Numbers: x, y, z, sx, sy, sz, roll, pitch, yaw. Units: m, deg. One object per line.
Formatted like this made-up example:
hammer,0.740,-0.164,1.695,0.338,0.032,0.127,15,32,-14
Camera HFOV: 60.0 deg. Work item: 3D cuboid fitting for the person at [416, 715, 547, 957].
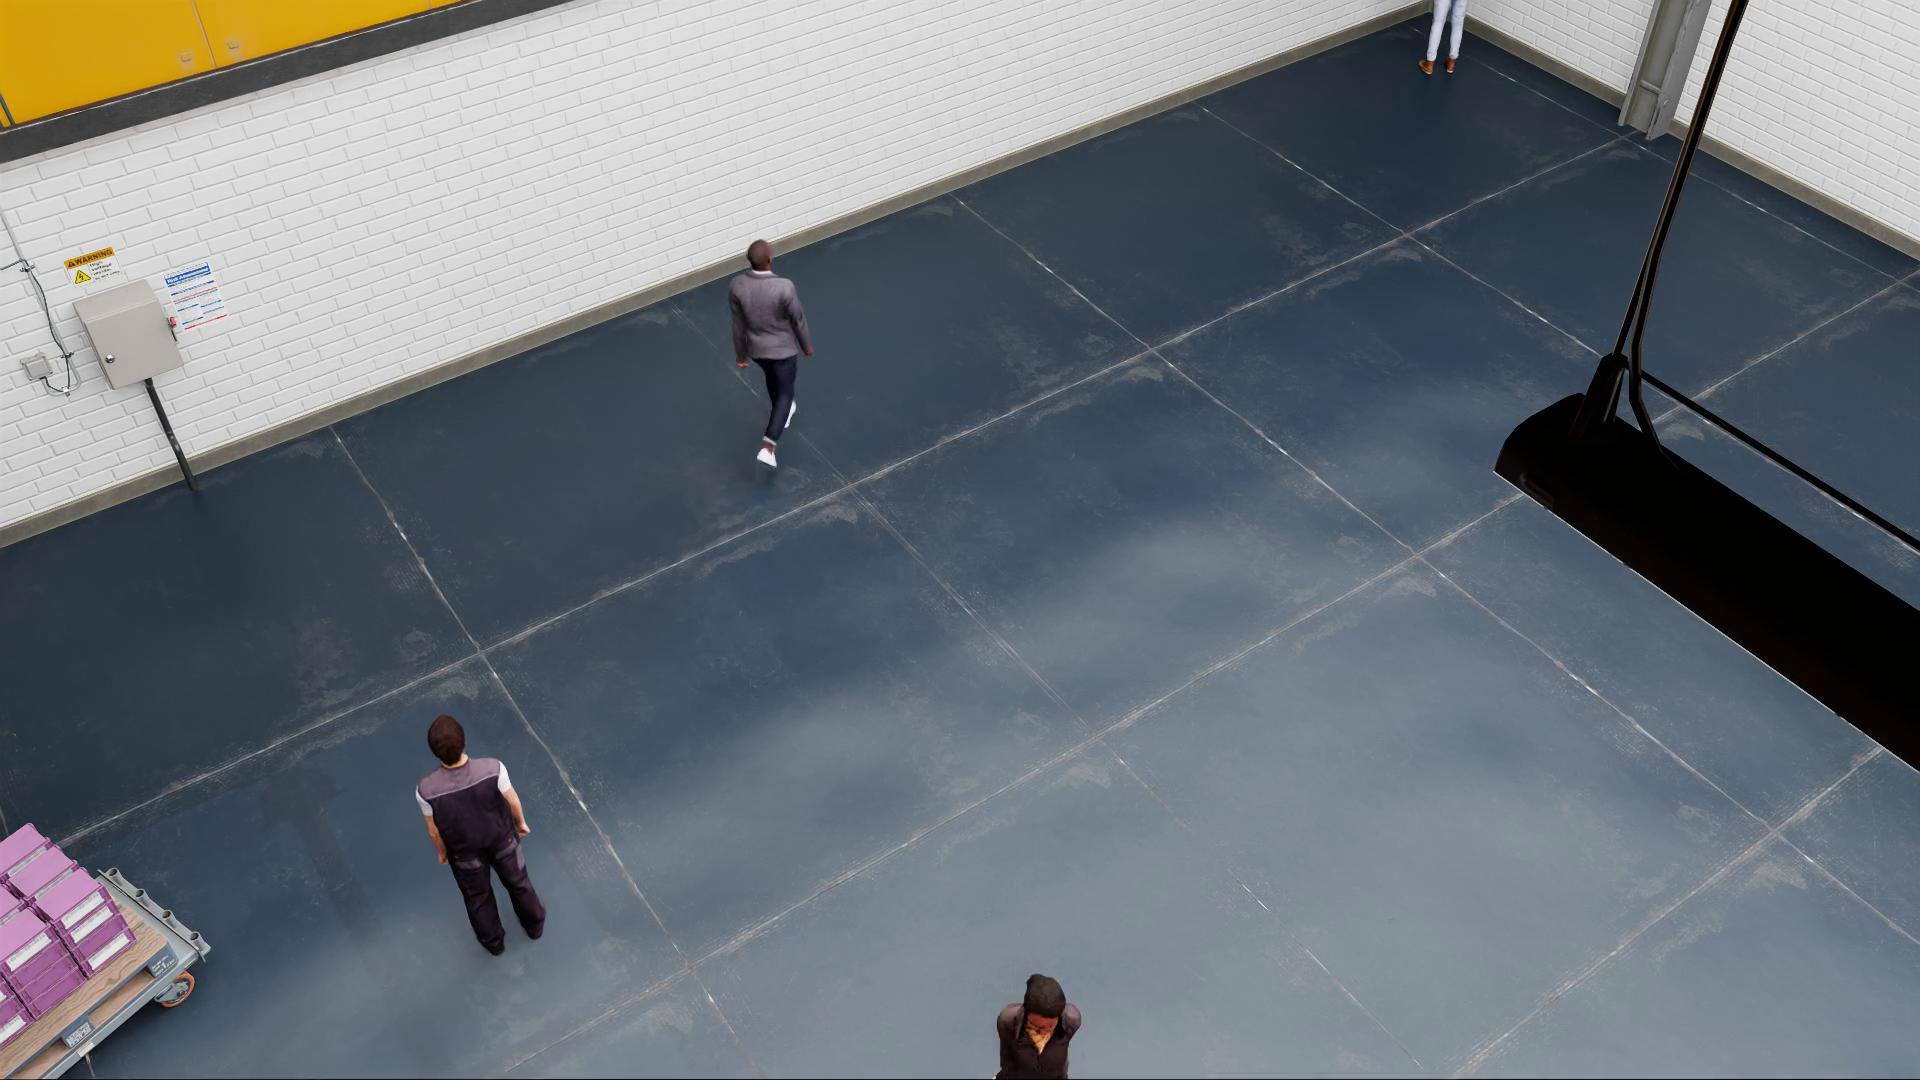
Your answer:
person,-2.634,1.632,9.125,0.705,1.848,0.639,-17,46,-17

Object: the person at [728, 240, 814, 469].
person,-1.411,-1.358,12.305,1.183,1.791,1.163,13,45,13

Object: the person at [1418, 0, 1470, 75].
person,4.968,-5.563,16.686,0.742,1.836,0.754,0,44,0

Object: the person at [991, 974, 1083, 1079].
person,0.366,2.740,8.105,1.171,1.650,0.936,-23,48,-22
